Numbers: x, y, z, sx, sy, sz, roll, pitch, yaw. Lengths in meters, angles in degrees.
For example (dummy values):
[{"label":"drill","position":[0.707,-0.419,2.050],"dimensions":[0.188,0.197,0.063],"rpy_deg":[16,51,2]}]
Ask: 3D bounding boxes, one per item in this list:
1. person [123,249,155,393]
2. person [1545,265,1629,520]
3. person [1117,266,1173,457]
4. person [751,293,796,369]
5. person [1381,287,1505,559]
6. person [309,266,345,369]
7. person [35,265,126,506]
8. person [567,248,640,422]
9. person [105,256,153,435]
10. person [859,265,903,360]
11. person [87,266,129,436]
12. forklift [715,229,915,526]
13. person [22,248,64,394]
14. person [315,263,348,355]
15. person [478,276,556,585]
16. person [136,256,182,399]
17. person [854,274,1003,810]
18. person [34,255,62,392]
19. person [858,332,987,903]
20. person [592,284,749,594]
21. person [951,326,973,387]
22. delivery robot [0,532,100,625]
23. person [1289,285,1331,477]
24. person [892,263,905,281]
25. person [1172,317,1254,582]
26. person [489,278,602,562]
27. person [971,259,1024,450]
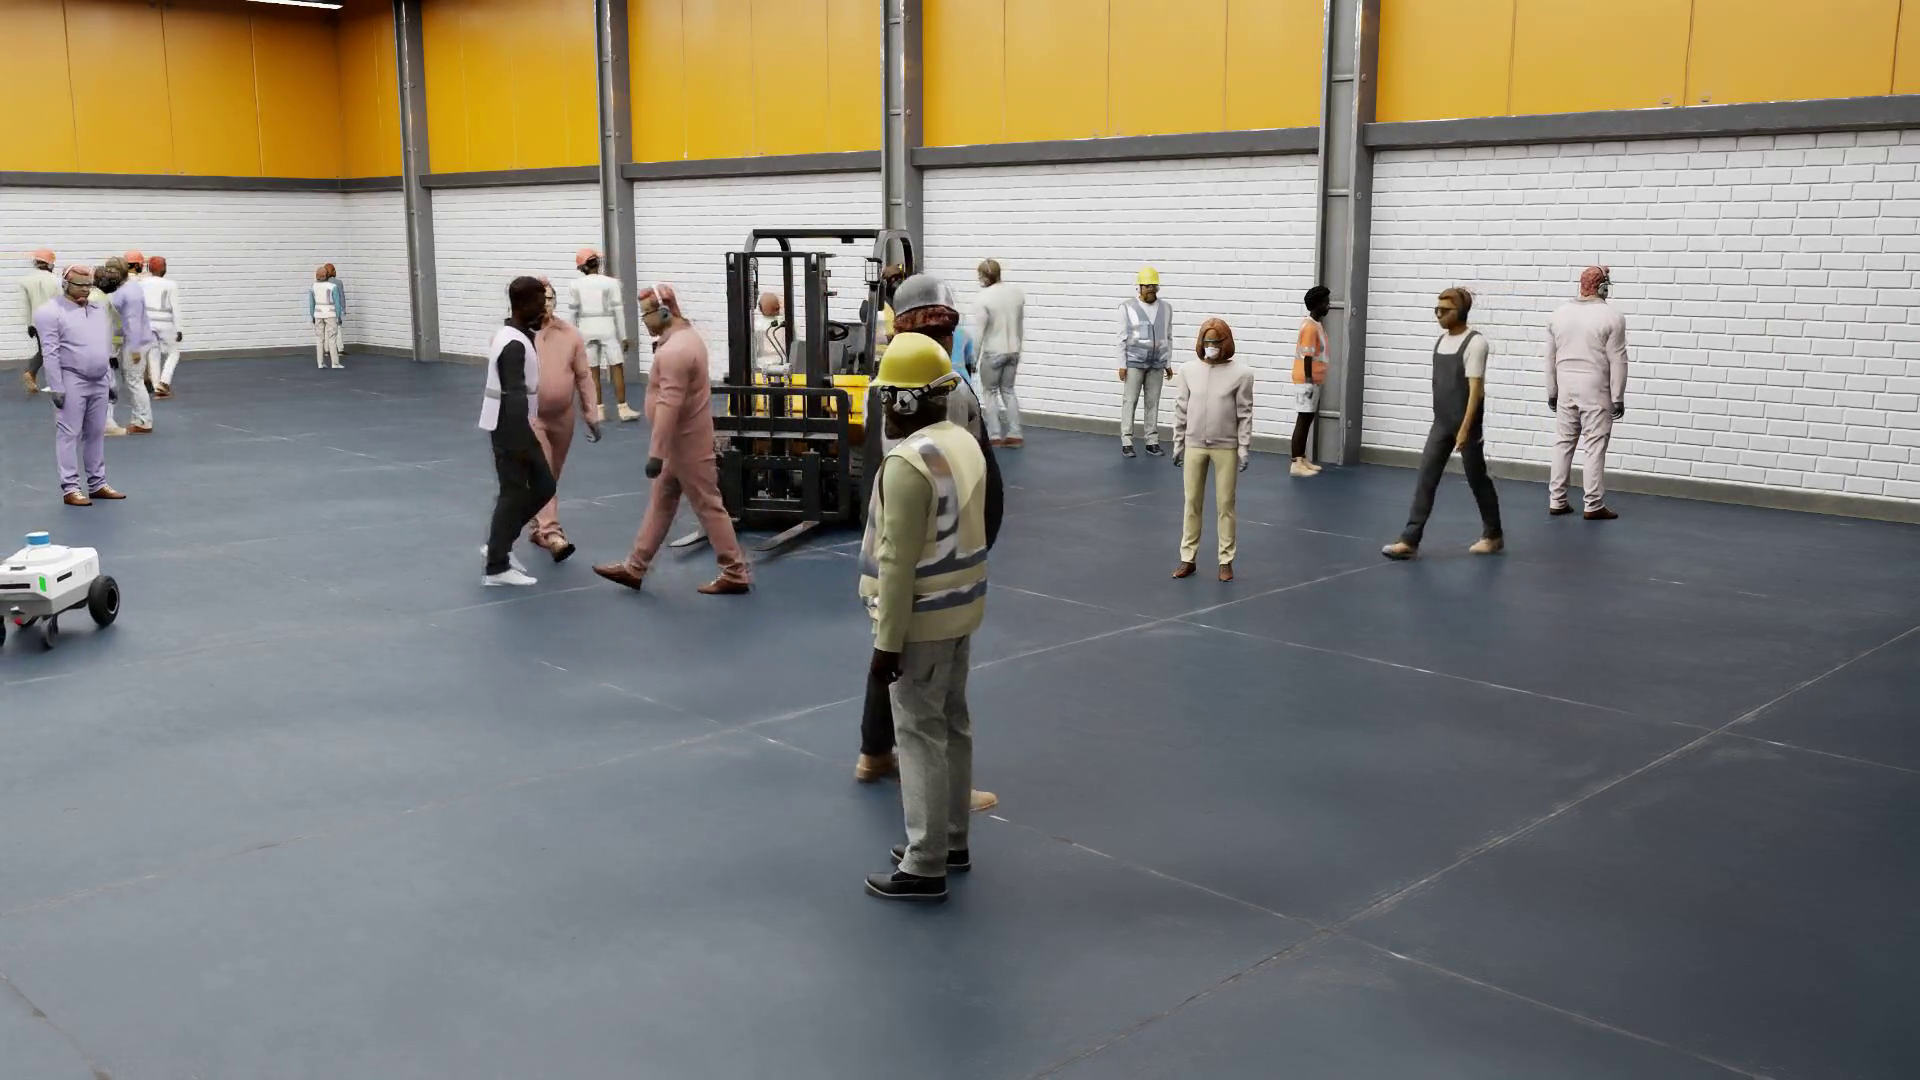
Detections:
[{"label":"person","position":[-11.125,-2.953,22.522],"dimensions":[0.542,1.939,0.361],"rpy_deg":[6,12,29]},{"label":"person","position":[4.741,-1.109,12.558],"dimensions":[0.407,1.906,0.655],"rpy_deg":[-8,13,-36]},{"label":"person","position":[1.798,-1.719,16.083],"dimensions":[0.591,1.834,0.404],"rpy_deg":[-3,11,-17]},{"label":"person","position":[-1.773,-1.541,15.783],"dimensions":[0.524,1.586,0.879],"rpy_deg":[-4,11,-21]},{"label":"person","position":[3.273,-0.760,10.969],"dimensions":[0.963,1.804,0.532],"rpy_deg":[-5,12,-27]},{"label":"person","position":[-10.122,-3.542,26.556],"dimensions":[0.523,1.638,0.310],"rpy_deg":[2,11,11]},{"label":"person","position":[-6.981,-1.232,13.253],"dimensions":[0.403,1.901,0.637],"rpy_deg":[3,11,16]},{"label":"person","position":[-4.122,-2.347,19.084],"dimensions":[0.734,1.990,0.452],"rpy_deg":[1,10,4]},{"label":"person","position":[-8.858,-2.069,17.778],"dimensions":[0.415,1.920,0.696],"rpy_deg":[-8,13,-37]},{"label":"person","position":[-0.643,-1.690,15.900],"dimensions":[0.627,1.847,0.429],"rpy_deg":[-5,12,-27]},{"label":"person","position":[-9.082,-1.986,17.602],"dimensions":[0.470,1.815,0.661],"rpy_deg":[-6,12,-30]},{"label":"forklift","position":[-1.050,-1.319,12.920],"dimensions":[1.214,2.155,2.313],"rpy_deg":[2,11,13]},{"label":"person","position":[-12.092,-2.871,22.006],"dimensions":[0.616,1.974,0.769],"rpy_deg":[1,10,4]},{"label":"person","position":[-11.178,-4.094,29.576],"dimensions":[0.507,1.633,0.276],"rpy_deg":[-1,10,-3]},{"label":"person","position":[-2.718,-0.659,10.160],"dimensions":[0.478,1.888,0.627],"rpy_deg":[-2,11,-11]},{"label":"person","position":[-10.444,-2.767,21.705],"dimensions":[0.618,1.867,0.404],"rpy_deg":[0,10,2]},{"label":"person","position":[-0.097,-0.030,6.307],"dimensions":[0.534,2.000,0.749],"rpy_deg":[-4,11,-22]},{"label":"person","position":[-12.417,-2.981,22.738],"dimensions":[0.382,1.917,0.585],"rpy_deg":[4,11,19]},{"label":"person","position":[-0.122,0.249,5.383],"dimensions":[0.403,1.827,0.589],"rpy_deg":[4,11,20]},{"label":"person","position":[-1.712,-0.572,9.793],"dimensions":[0.974,1.844,0.707],"rpy_deg":[-1,10,-5]},{"label":"person","position":[-0.098,-1.274,14.187],"dimensions":[0.536,1.641,0.911],"rpy_deg":[-5,12,-26]},{"label":"delivery robot","position":[-4.876,0.203,8.835],"dimensions":[0.477,0.478,0.707],"rpy_deg":[-1,10,-5]},{"label":"person","position":[3.119,-1.411,14.801],"dimensions":[0.319,1.695,0.538],"rpy_deg":[4,11,19]},{"label":"person","position":[-0.580,-1.819,16.580],"dimensions":[0.811,1.845,0.576],"rpy_deg":[3,11,16]},{"label":"person","position":[1.556,-0.558,10.302],"dimensions":[0.497,1.633,0.288],"rpy_deg":[4,11,21]},{"label":"person","position":[-2.735,-0.803,11.048],"dimensions":[0.666,1.849,1.032],"rpy_deg":[-8,13,-37]},{"label":"person","position":[0.382,-1.829,16.537],"dimensions":[0.658,1.900,0.417],"rpy_deg":[-9,13,-39]}]
